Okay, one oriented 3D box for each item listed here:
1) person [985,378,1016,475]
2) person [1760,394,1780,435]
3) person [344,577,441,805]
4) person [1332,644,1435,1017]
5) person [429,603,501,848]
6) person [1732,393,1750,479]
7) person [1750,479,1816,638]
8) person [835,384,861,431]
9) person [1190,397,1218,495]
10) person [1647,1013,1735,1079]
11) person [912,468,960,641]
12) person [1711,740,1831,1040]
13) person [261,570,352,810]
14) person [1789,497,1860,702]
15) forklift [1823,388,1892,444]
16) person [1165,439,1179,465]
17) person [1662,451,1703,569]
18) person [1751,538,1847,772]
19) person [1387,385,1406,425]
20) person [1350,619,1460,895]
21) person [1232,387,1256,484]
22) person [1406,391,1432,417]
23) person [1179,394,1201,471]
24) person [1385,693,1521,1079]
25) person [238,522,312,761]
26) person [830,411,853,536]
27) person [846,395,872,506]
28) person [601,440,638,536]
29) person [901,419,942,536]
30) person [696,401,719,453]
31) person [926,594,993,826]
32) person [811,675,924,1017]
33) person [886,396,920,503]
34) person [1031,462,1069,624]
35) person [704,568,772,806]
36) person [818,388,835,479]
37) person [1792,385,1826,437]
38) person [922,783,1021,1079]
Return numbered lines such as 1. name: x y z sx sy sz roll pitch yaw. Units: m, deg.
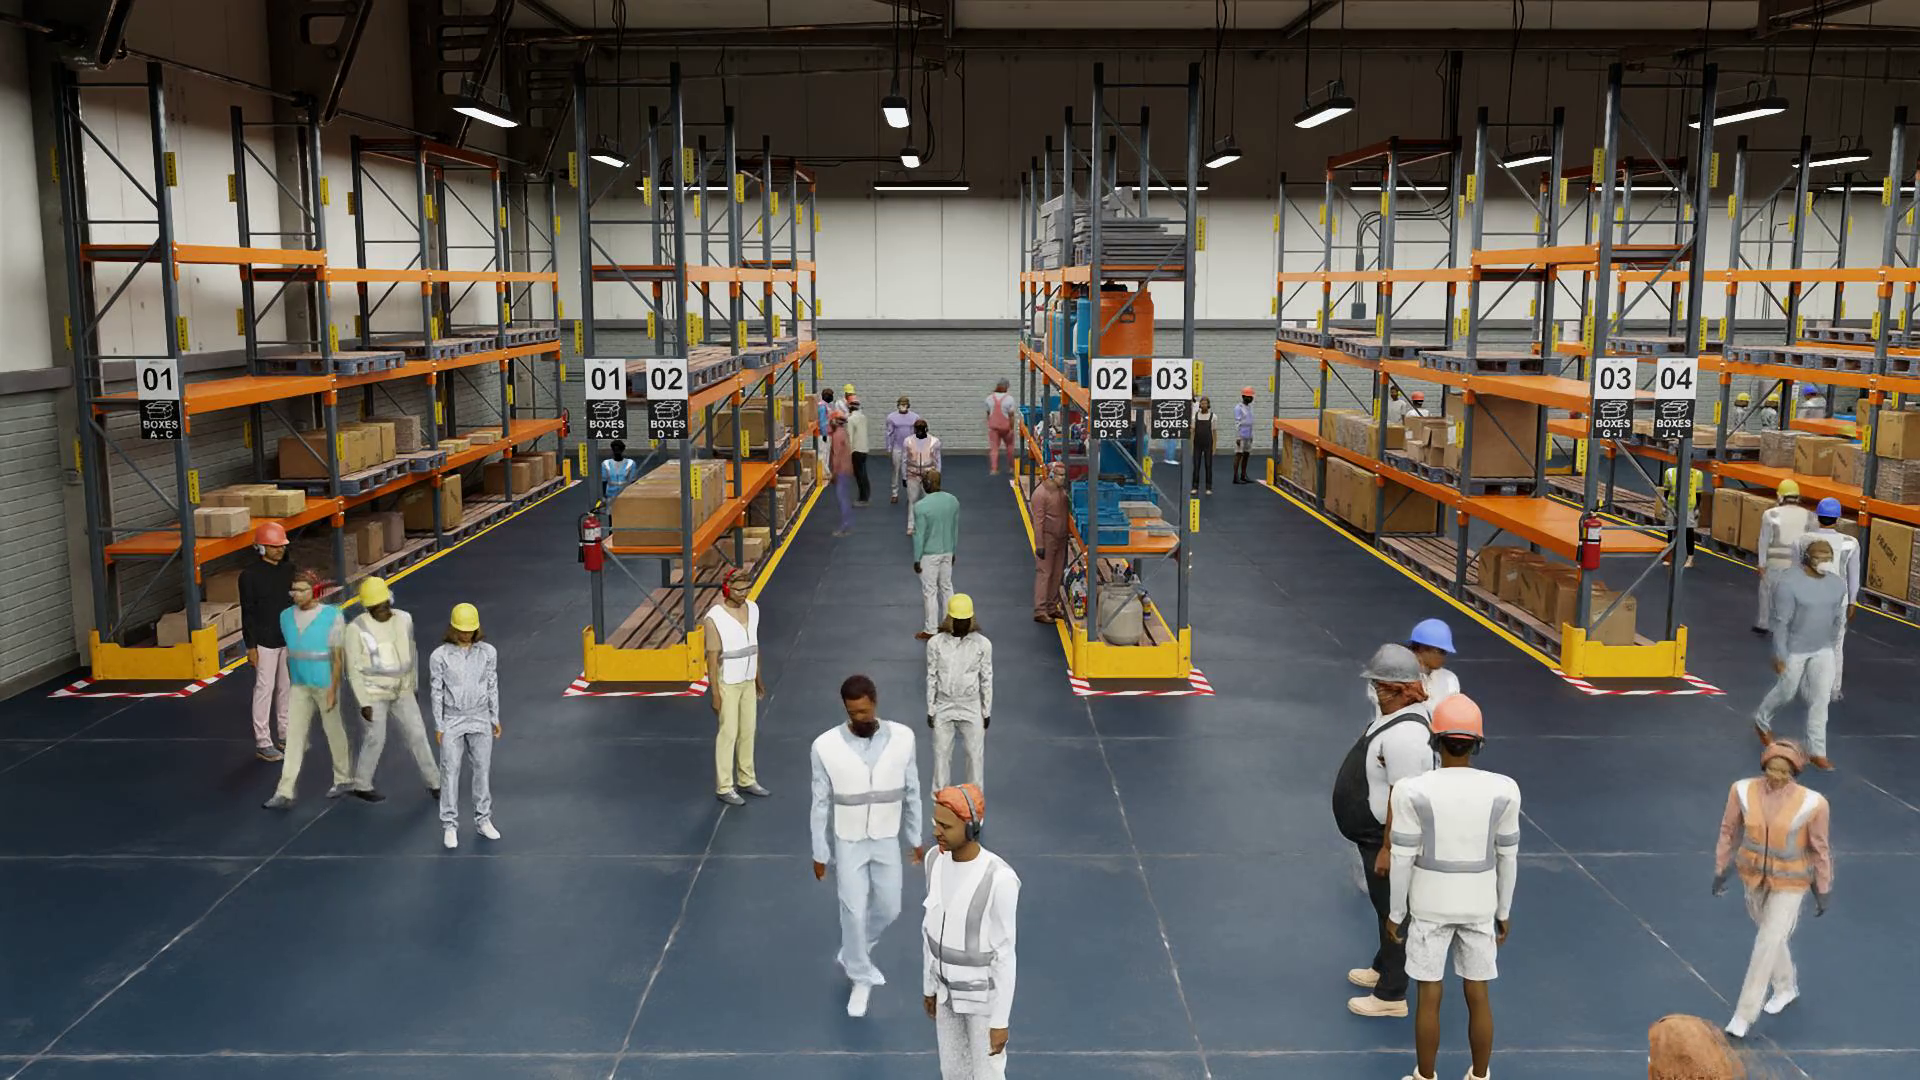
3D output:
1. person: 0.902 -2.370 34.390 0.695 2.000 0.979 4 10 25
2. person: 16.343 -2.090 33.587 0.317 1.733 0.491 -1 9 -4
3. person: -4.307 1.153 12.597 0.652 1.784 0.624 6 11 36
4. person: 2.306 1.563 9.090 0.537 2.000 0.679 2 9 15
5. person: -3.488 1.297 11.782 0.484 1.736 0.306 -6 11 -34
6. person: 15.776 -2.107 33.650 0.291 1.746 0.484 2 9 15
7. person: 9.088 0.225 18.430 0.625 1.806 0.763 1 9 5
8. person: -2.348 -2.381 35.140 0.600 1.827 0.404 -4 10 -22
9. person: 4.541 -1.753 31.050 0.506 1.847 0.345 2 9 15
10. person: 2.395 2.345 5.442 0.444 1.613 0.500 5 10 30
11. person: -0.276 0.167 18.441 0.635 1.929 0.378 -8 12 -43
12. person: 4.299 1.824 8.833 0.843 1.583 0.546 -8 12 -41
13. person: -4.938 1.135 12.597 0.589 1.806 0.827 2 9 15
14. person: 8.196 0.565 15.802 0.603 1.949 0.389 5 10 27
15. forklift: 20.072 -3.110 36.462 1.873 2.768 1.129 0 9 0
16. person: 4.686 -2.589 36.361 0.374 1.876 0.785 0 9 -2
17. person: 10.040 -0.447 23.144 0.535 1.691 0.319 8 12 40
18. person: 6.974 0.899 13.821 0.638 1.911 0.903 -1 9 -5
19. person: 8.975 -2.271 34.356 0.330 1.860 0.505 -7 12 -40
20. person: 2.845 1.424 10.418 0.640 1.908 0.790 -4 9 -21
21. person: 5.616 -2.053 32.729 0.389 1.930 0.549 9 12 44
22. person: 8.581 -1.827 31.269 0.544 1.929 0.389 -4 10 -23
23. person: 4.880 -2.324 35.013 0.572 1.750 0.330 8 12 44
24. person: 2.336 1.739 7.948 0.608 2.045 0.391 0 9 2
25. person: -5.725 0.834 13.924 0.387 1.992 0.626 3 9 21
26. person: -1.867 -1.053 26.228 0.415 1.949 0.685 2 9 11
27. person: -1.813 -1.591 29.597 0.450 1.970 0.701 4 10 27
28. person: -4.979 -0.630 24.323 0.534 1.692 0.316 0 9 -3
29. person: -0.607 -0.978 26.076 0.634 1.841 0.429 0 9 2
30. person: -4.769 -1.812 31.336 0.594 1.888 0.971 4 10 22
31. person: -0.004 1.242 12.147 0.486 1.738 0.320 1 9 4
32. person: -0.534 1.630 9.167 0.632 1.886 0.547 -3 9 -19
33. person: -1.018 -1.625 29.928 0.635 1.936 0.353 -1 9 -8
34. person: 1.090 0.024 19.474 0.401 1.894 0.654 6 11 34
35. person: -1.727 1.108 12.703 0.411 1.830 0.574 5 10 30
36. person: -2.703 -2.155 33.696 0.430 1.837 0.621 2 9 11
37. person: 17.205 -2.195 33.761 0.598 1.876 0.960 -5 10 -31
38. person: 0.031 1.953 7.118 0.356 1.879 0.576 -7 11 -38
